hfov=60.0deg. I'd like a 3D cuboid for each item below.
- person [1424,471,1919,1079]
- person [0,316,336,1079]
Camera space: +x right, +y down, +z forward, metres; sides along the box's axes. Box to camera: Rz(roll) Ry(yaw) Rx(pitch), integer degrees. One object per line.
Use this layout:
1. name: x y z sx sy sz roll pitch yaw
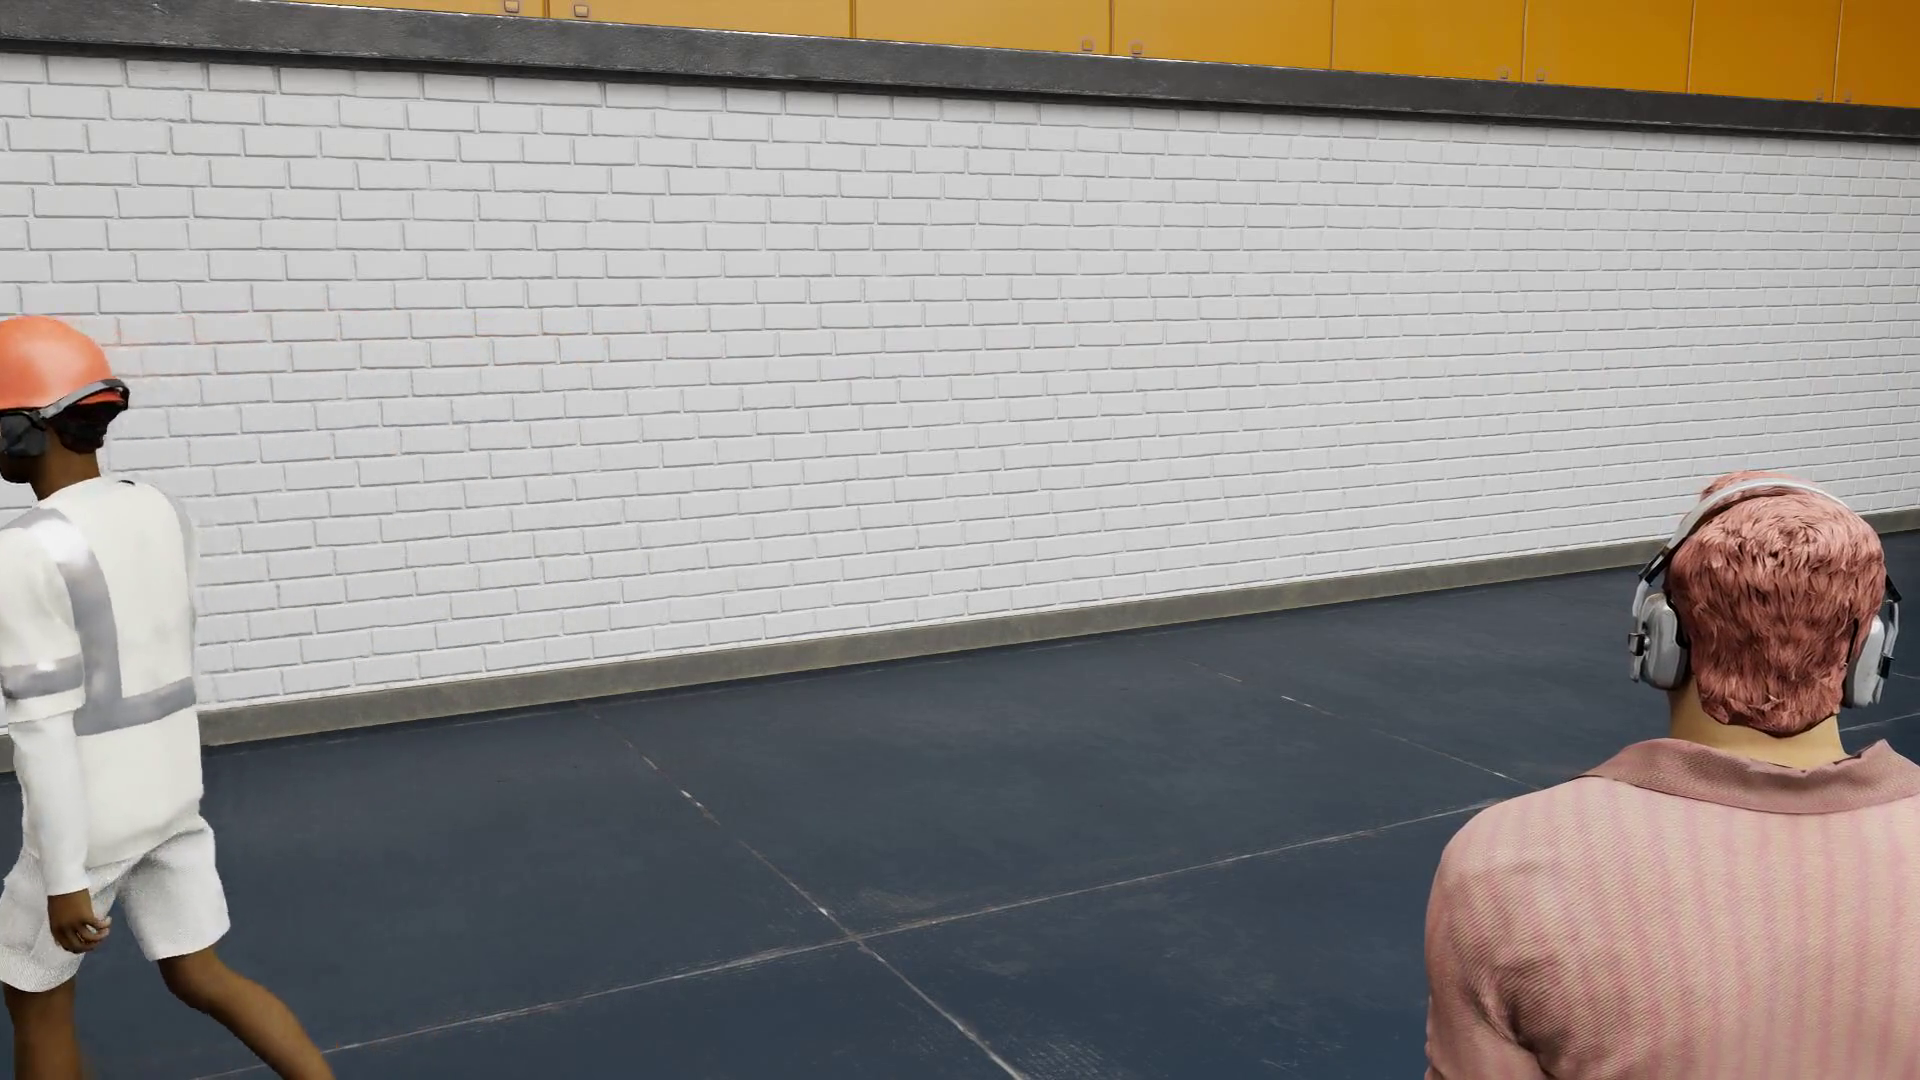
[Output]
1. person: 0.791 0.878 1.777 0.643 1.909 0.410 1 10 6
2. person: -1.683 0.540 3.445 0.960 2.007 0.617 1 10 8
